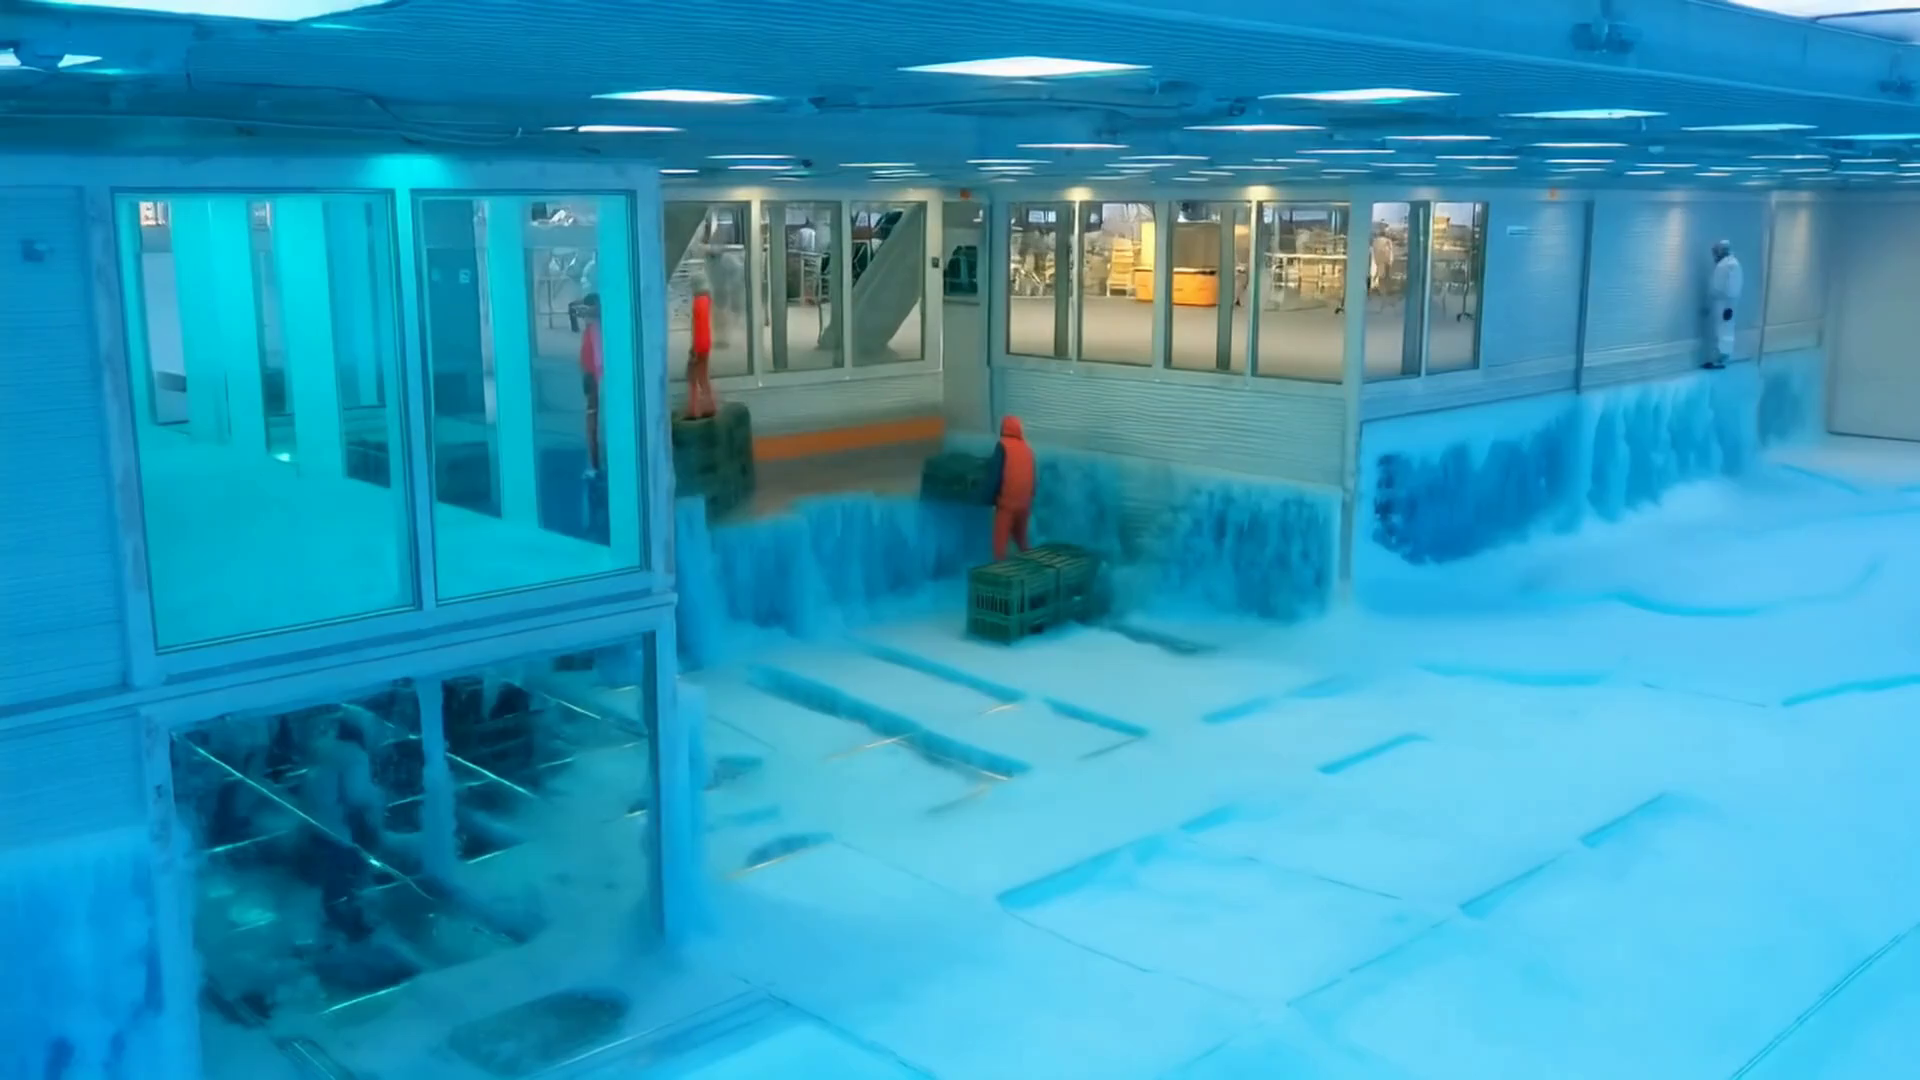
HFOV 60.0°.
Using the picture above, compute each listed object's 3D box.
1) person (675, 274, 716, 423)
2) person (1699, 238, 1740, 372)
[{"bbox_3d":[-2.885,-2.075,18.083,0.447,1.621,0.533,0,11,-1],"label":"person"},{"bbox_3d":[10.852,-3.361,23.858,0.488,1.892,0.683,0,11,-2],"label":"person"}]
